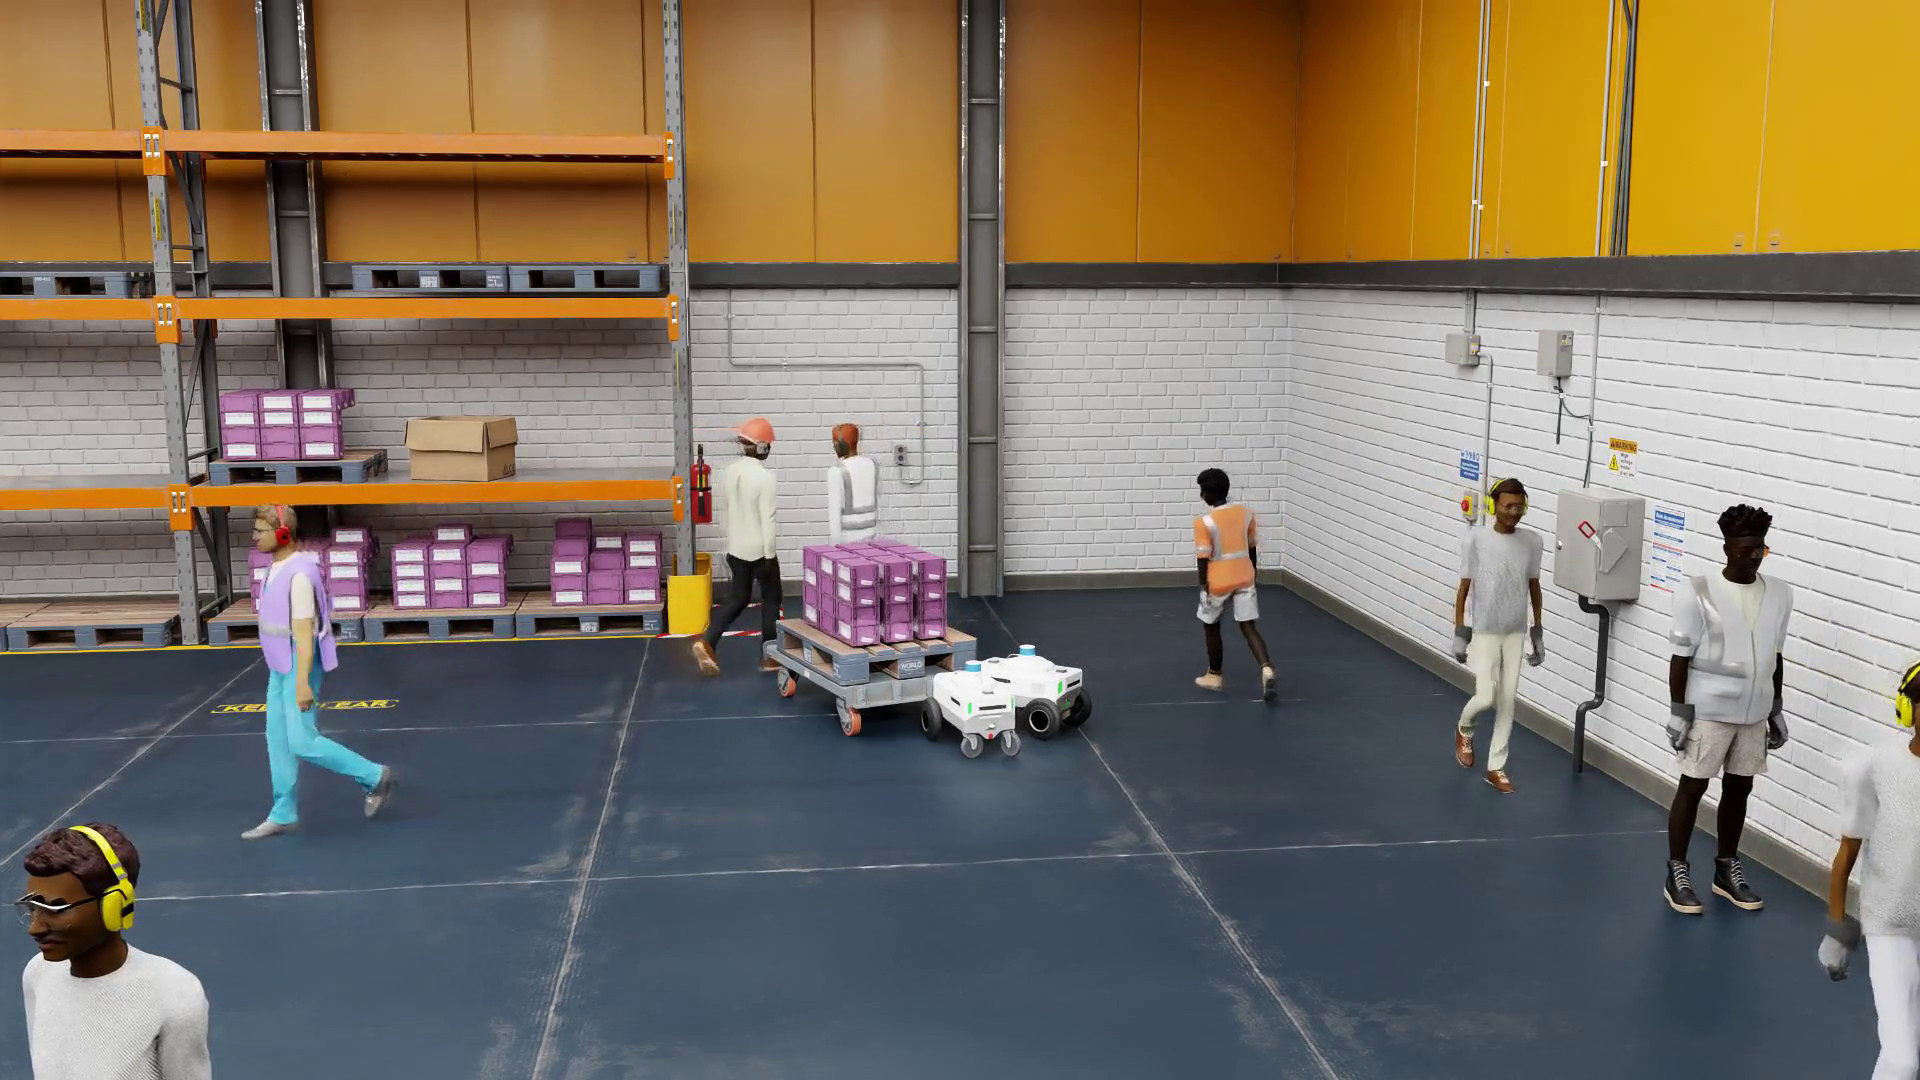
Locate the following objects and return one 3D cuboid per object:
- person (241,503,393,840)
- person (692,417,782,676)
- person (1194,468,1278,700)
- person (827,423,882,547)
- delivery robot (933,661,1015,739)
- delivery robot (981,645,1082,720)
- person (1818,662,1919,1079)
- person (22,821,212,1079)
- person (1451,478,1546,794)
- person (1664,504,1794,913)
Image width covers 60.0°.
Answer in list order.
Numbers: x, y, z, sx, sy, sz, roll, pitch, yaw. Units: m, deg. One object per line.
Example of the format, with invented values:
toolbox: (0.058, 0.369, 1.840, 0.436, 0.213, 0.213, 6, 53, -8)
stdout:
person: (-3.513, 0.694, 8.964, 0.698, 1.830, 0.571, -7, 11, -35)
person: (-1.617, 0.063, 12.475, 0.626, 1.966, 0.857, 9, 13, 44)
person: (1.953, 0.317, 11.823, 0.594, 1.654, 0.771, -4, 10, -25)
person: (-0.826, -0.032, 13.429, 0.576, 1.848, 0.927, -8, 12, -41)
delivery robot: (0.087, 1.015, 10.618, 0.477, 0.478, 0.707, -3, 10, -19)
delivery robot: (0.446, 0.942, 11.076, 0.707, 0.478, 0.477, 6, 11, 31)
person: (3.069, 1.292, 5.204, 0.515, 1.841, 0.829, 0, 9, -2)
person: (-1.856, 1.522, 3.654, 0.520, 1.871, 0.326, 3, 10, 18)
person: (3.174, 0.540, 9.823, 0.539, 1.855, 0.508, -1, 9, -7)
person: (3.644, 0.795, 7.891, 0.612, 1.964, 0.364, -1, 9, -9)
